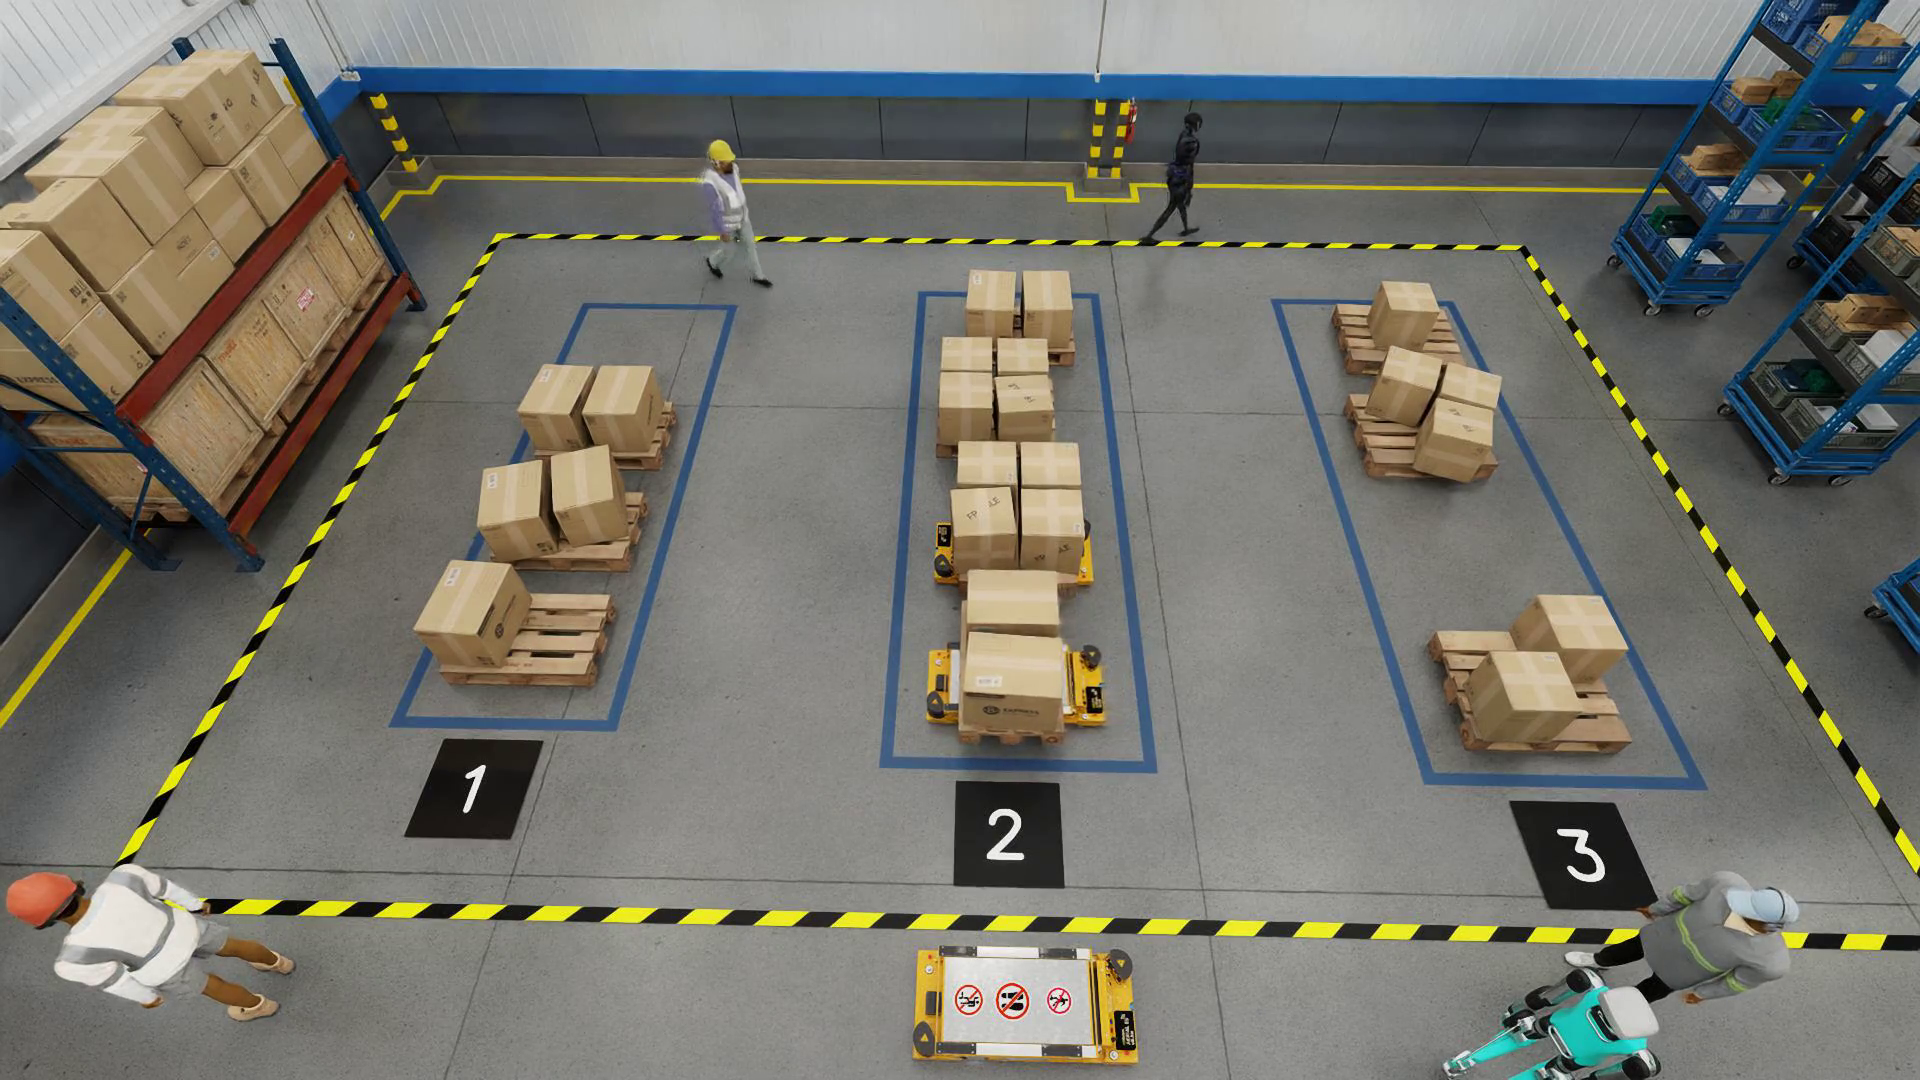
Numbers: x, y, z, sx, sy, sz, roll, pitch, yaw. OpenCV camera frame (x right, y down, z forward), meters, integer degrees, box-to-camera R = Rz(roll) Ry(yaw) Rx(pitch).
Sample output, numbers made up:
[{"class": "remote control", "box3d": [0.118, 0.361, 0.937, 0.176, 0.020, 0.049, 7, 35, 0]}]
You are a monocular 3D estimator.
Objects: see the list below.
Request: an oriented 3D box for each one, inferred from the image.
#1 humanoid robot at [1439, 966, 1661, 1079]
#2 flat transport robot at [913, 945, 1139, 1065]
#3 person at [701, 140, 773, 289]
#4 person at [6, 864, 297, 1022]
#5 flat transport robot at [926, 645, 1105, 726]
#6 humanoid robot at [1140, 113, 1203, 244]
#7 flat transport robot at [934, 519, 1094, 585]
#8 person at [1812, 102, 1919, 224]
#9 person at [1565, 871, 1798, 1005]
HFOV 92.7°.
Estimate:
[{"class": "humanoid robot", "box3d": [3.106, 2.887, 5.099, 0.735, 1.676, 0.533, -12, 52, -10]}, {"class": "flat transport robot", "box3d": [0.422, 3.041, 6.007, 1.431, 0.231, 0.659, 1, 51, 1]}, {"class": "person", "box3d": [-2.674, -3.726, 10.531, 0.762, 1.803, 0.590, 24, 55, 18]}, {"class": "person", "box3d": [-4.695, 2.399, 5.388, 0.384, 2.039, 0.613, 1, 51, 1]}, {"class": "flat transport robot", "box3d": [0.448, 1.172, 7.512, 1.431, 0.197, 0.652, 1, 51, 1]}, {"class": "humanoid robot", "box3d": [2.690, -4.385, 11.184, 0.811, 1.628, 0.590, -7, 51, -6]}, {"class": "flat transport robot", "box3d": [0.490, 0.087, 8.397, 1.431, 0.197, 0.652, 1, 51, 1]}, {"class": "person", "box3d": [11.452, -4.760, 11.340, 0.505, 1.862, 0.314, 29, 56, 21]}, {"class": "person", "box3d": [4.308, 2.442, 5.476, 0.396, 1.848, 0.587, -3, 51, -3]}]
